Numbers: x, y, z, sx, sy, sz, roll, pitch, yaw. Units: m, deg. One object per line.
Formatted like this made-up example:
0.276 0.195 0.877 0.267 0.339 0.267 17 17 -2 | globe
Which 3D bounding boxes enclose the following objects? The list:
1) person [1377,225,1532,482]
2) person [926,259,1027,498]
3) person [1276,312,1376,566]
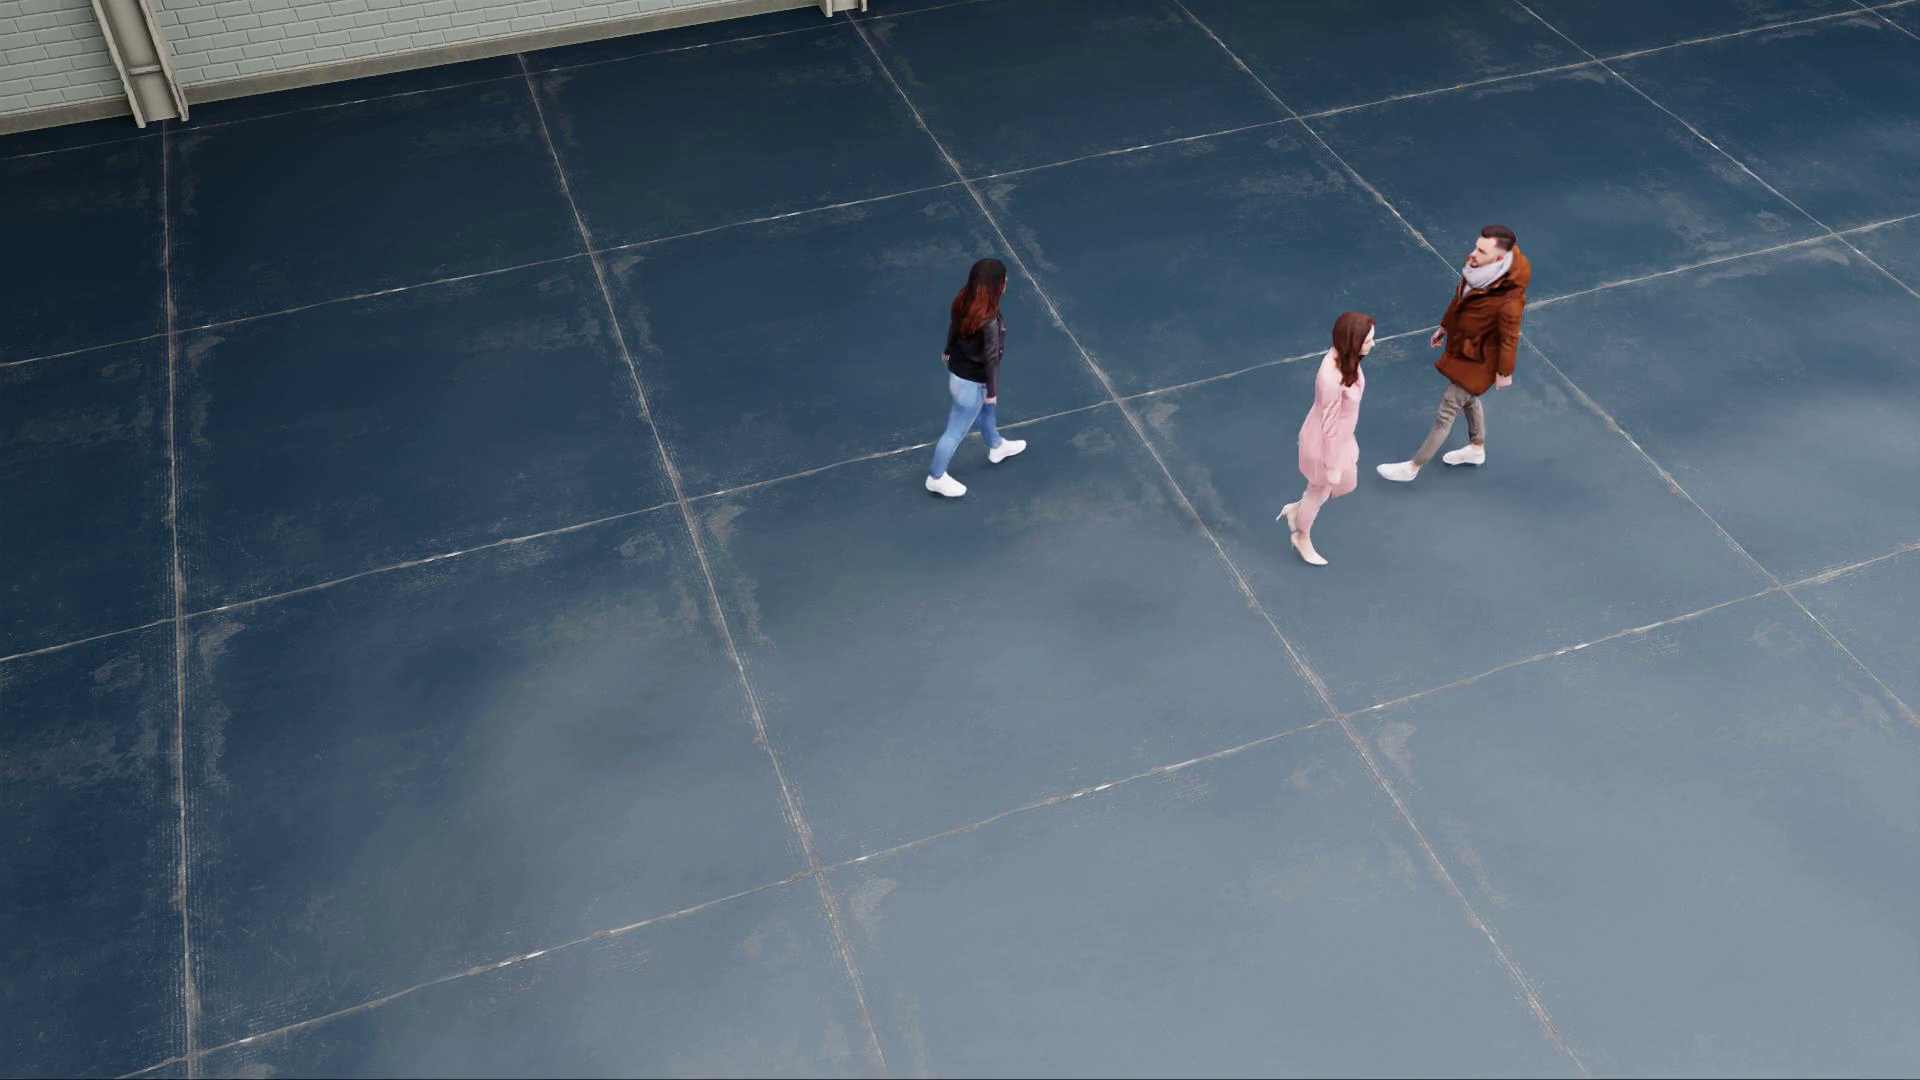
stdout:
3.201 -1.121 10.095 1.086 1.801 0.857 -3 43 -4 | person
0.013 -0.963 10.079 0.933 1.591 0.657 -12 44 -13 | person
2.018 -0.573 9.516 0.820 1.790 0.756 21 47 21 | person
